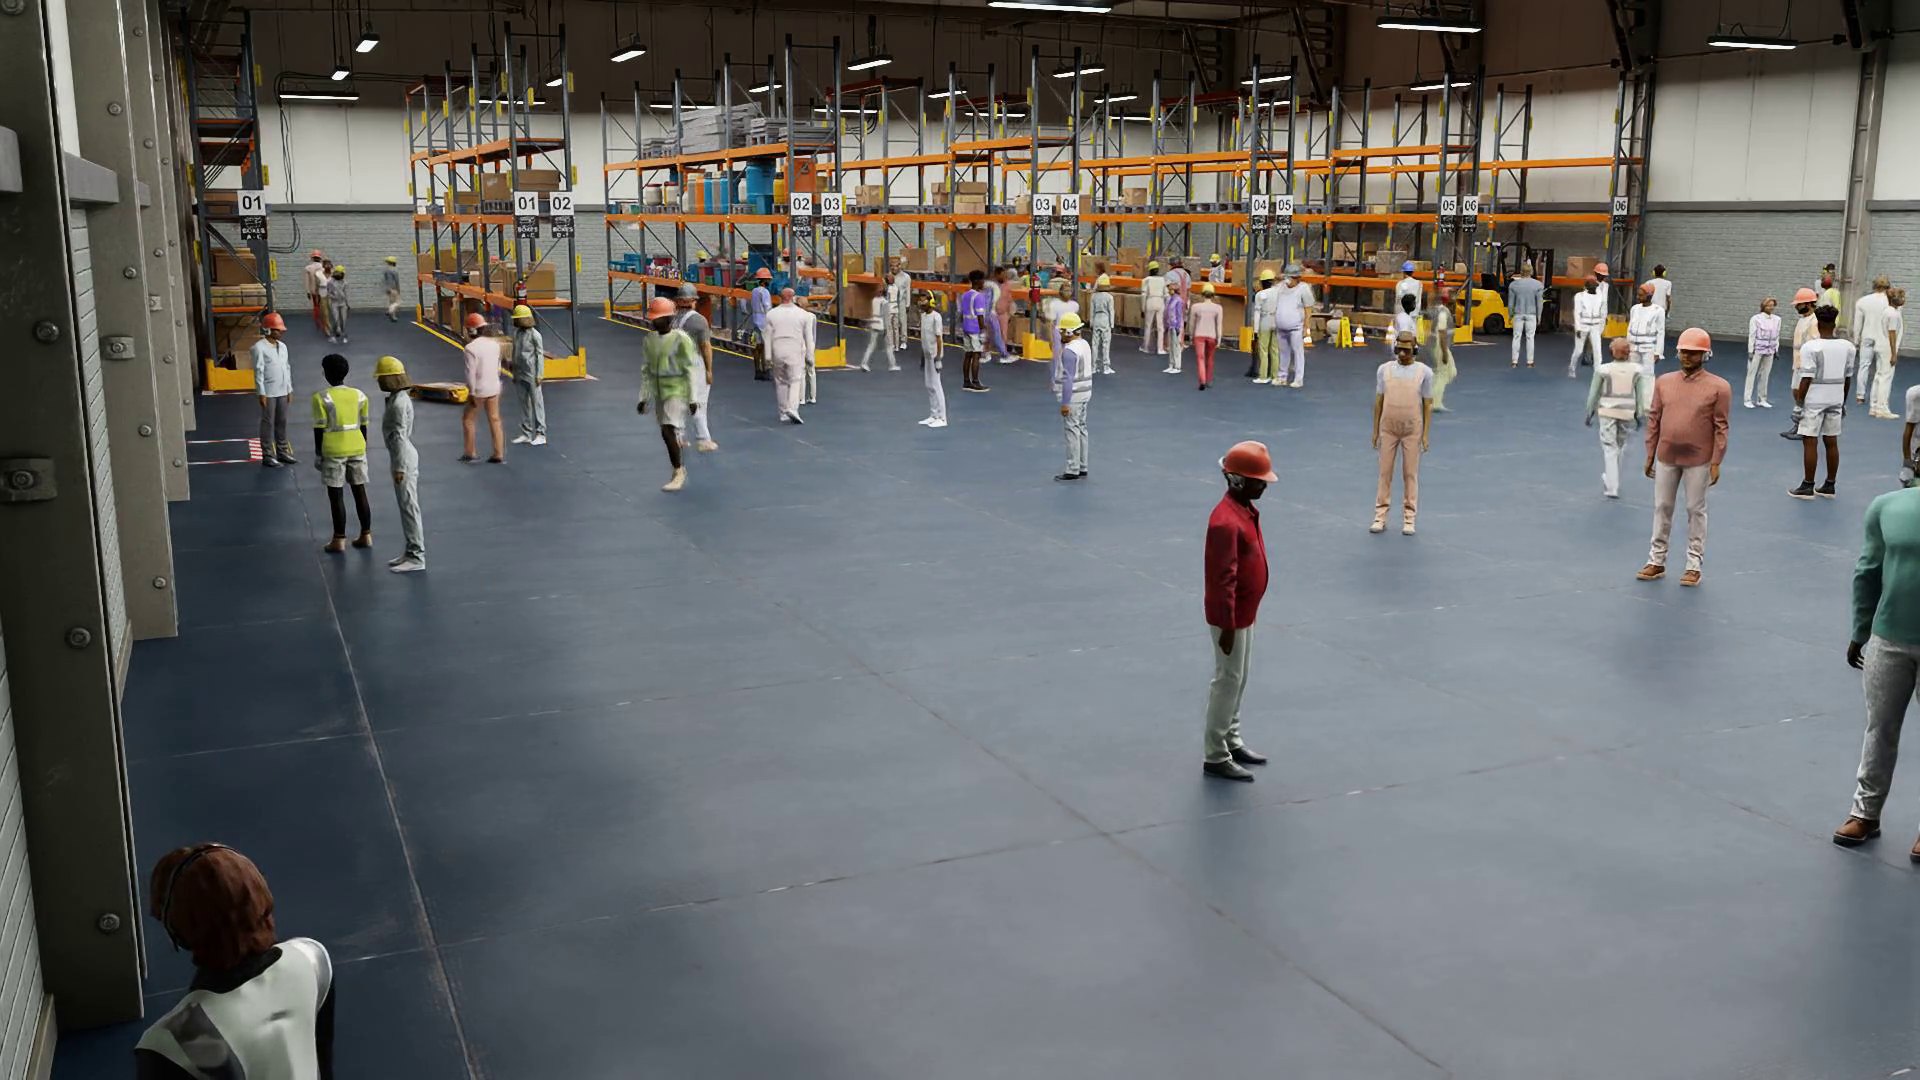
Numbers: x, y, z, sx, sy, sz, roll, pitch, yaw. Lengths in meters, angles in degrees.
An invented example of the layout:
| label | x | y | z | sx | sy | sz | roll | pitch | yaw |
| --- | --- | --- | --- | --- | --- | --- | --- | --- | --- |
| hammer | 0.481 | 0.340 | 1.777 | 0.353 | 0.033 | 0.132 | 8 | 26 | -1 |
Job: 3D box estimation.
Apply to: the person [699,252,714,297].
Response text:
| label | x | y | z | sx | sy | sz | roll | pitch | yaw |
| --- | --- | --- | --- | --- | --- | --- | --- | --- | --- |
| person | -6.675 | -6.552 | 43.262 | 0.611 | 1.873 | 1.010 | -4 | 12 | -19 |

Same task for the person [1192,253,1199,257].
| label | x | y | z | sx | sy | sz | roll | pitch | yaw |
| --- | --- | --- | --- | --- | --- | --- | --- | --- | --- |
| person | 7.448 | -8.270 | 52.618 | 0.273 | 1.630 | 0.503 | 0 | 11 | 0 |

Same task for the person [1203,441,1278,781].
| label | x | y | z | sx | sy | sz | roll | pitch | yaw |
| --- | --- | --- | --- | --- | --- | --- | --- | --- | --- |
| person | 1.429 | 0.356 | 8.495 | 0.351 | 1.739 | 0.573 | 4 | 12 | 19 |

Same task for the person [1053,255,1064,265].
| label | x | y | z | sx | sy | sz | roll | pitch | yaw |
| --- | --- | --- | --- | --- | --- | --- | --- | --- | --- |
| person | 2.945 | -7.687 | 49.622 | 0.513 | 1.639 | 0.311 | -10 | 15 | -43 |

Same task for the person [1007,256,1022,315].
| label | x | y | z | sx | sy | sz | roll | pitch | yaw |
| --- | --- | --- | --- | --- | --- | --- | --- | --- | --- |
| person | 1.271 | -5.902 | 40.014 | 0.401 | 1.847 | 0.552 | -1 | 11 | -7 |

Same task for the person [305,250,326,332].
| label | x | y | z | sx | sy | sz | roll | pitch | yaw |
| --- | --- | --- | --- | --- | --- | --- | --- | --- | --- |
| person | -15.618 | -6.088 | 40.664 | 0.634 | 1.959 | 0.929 | -2 | 11 | -11 |

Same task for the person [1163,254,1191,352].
| label | x | y | z | sx | sy | sz | roll | pitch | yaw |
| --- | --- | --- | --- | --- | --- | --- | --- | --- | --- |
| person | 4.470 | -4.960 | 34.736 | 0.686 | 2.000 | 0.535 | -9 | 14 | -39 |

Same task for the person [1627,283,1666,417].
| label | x | y | z | sx | sy | sz | roll | pitch | yaw |
| --- | --- | --- | --- | --- | --- | --- | --- | --- | --- |
| person | 9.706 | -2.694 | 23.625 | 0.360 | 1.884 | 0.574 | -6 | 13 | -27 |

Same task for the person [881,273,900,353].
| label | x | y | z | sx | sy | sz | roll | pitch | yaw |
| --- | --- | --- | --- | --- | --- | --- | --- | --- | --- |
| person | -1.440 | -4.691 | 34.393 | 0.307 | 1.641 | 0.513 | 10 | 15 | 41 |

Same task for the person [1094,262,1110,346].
| label | x | y | z | sx | sy | sz | roll | pitch | yaw |
| --- | --- | --- | --- | --- | --- | --- | --- | --- | --- |
| person | 3.086 | -5.112 | 36.101 | 0.381 | 1.819 | 0.613 | 1 | 11 | 7 |

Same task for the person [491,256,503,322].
| label | x | y | z | sx | sy | sz | roll | pitch | yaw |
| --- | --- | --- | --- | --- | --- | --- | --- | --- | --- |
| person | -12.315 | -6.646 | 44.058 | 0.565 | 1.744 | 0.354 | 8 | 14 | 35 |

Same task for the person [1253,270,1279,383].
| label | x | y | z | sx | sy | sz | roll | pitch | yaw |
| --- | --- | --- | --- | --- | --- | --- | --- | --- | --- |
| person | 5.215 | -3.615 | 28.230 | 0.582 | 1.919 | 0.397 | -6 | 12 | -27 |

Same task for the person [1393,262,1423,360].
| label | x | y | z | sx | sy | sz | roll | pitch | yaw |
| --- | --- | --- | --- | --- | --- | --- | --- | --- | --- |
| person | 8.482 | -4.290 | 31.570 | 0.604 | 1.949 | 0.384 | -6 | 12 | -26 |

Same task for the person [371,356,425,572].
| label | x | y | z | sx | sy | sz | roll | pitch | yaw |
| --- | --- | --- | --- | --- | --- | --- | --- | --- | --- |
| person | -4.542 | -0.614 | 13.438 | 0.323 | 1.735 | 0.482 | -4 | 12 | -19 |

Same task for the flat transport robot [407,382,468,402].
| label | x | y | z | sx | sy | sz | roll | pitch | yaw |
| --- | --- | --- | --- | --- | --- | --- | --- | --- | --- |
| flat transport robot | -7.870 | -2.297 | 25.711 | 1.431 | 0.197 | 0.652 | 10 | 15 | 40 |

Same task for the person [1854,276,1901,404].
| label | x | y | z | sx | sy | sz | roll | pitch | yaw |
| --- | --- | --- | --- | --- | --- | --- | --- | --- | --- |
| person | 13.764 | -2.991 | 24.993 | 0.627 | 1.941 | 0.371 | 9 | 14 | 39 |

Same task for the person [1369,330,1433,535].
| label | x | y | z | sx | sy | sz | roll | pitch | yaw |
| --- | --- | --- | --- | --- | --- | --- | --- | --- | --- |
| person | 3.960 | -0.962 | 14.934 | 0.504 | 1.840 | 0.345 | 5 | 12 | 23 |

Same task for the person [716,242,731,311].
| label | x | y | z | sx | sy | sz | roll | pitch | yaw |
| --- | --- | --- | --- | --- | --- | --- | --- | --- | --- |
| person | -6.912 | -7.749 | 48.963 | 0.702 | 2.013 | 0.627 | -8 | 13 | -34 |

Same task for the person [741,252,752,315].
| label | x | y | z | sx | sy | sz | roll | pitch | yaw |
| --- | --- | --- | --- | --- | --- | --- | --- | --- | --- |
| person | -6.070 | -7.270 | 47.179 | 0.327 | 1.769 | 0.525 | -2 | 11 | -12 |

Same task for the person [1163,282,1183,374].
| label | x | y | z | sx | sy | sz | roll | pitch | yaw |
| --- | --- | --- | --- | --- | --- | --- | --- | --- | --- |
| person | 3.864 | -3.820 | 29.990 | 0.313 | 1.634 | 0.514 | -3 | 12 | -15 |

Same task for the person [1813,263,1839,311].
| label | x | y | z | sx | sy | sz | roll | pitch | yaw |
| --- | --- | --- | --- | --- | --- | --- | --- | --- | --- |
| person | 17.300 | -4.580 | 33.239 | 0.514 | 1.874 | 0.328 | -1 | 11 | -6 |

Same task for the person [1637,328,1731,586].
| label | x | y | z | sx | sy | sz | roll | pitch | yaw |
| --- | --- | --- | --- | --- | --- | --- | --- | --- | --- |
| person | 5.626 | -0.646 | 12.926 | 0.612 | 1.997 | 0.375 | 11 | 15 | 43 |

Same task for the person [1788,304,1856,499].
| label | x | y | z | sx | sy | sz | roll | pitch | yaw |
| --- | --- | --- | --- | --- | --- | --- | --- | --- | --- |
| person | 8.684 | -1.388 | 16.781 | 0.613 | 1.961 | 0.362 | -3 | 11 | -13 |

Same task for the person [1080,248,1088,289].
| label | x | y | z | sx | sy | sz | roll | pitch | yaw |
| --- | --- | --- | --- | --- | --- | --- | --- | --- | --- |
| person | 3.939 | -8.408 | 52.968 | 0.326 | 1.765 | 0.530 | 9 | 14 | 37 |

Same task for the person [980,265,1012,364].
| label | x | y | z | sx | sy | sz | roll | pitch | yaw |
| --- | --- | --- | --- | --- | --- | --- | --- | --- | --- |
| person | 0.690 | -4.349 | 32.042 | 0.655 | 1.882 | 0.838 | -2 | 11 | -10 |

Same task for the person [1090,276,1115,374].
| label | x | y | z | sx | sy | sz | roll | pitch | yaw |
| --- | --- | --- | --- | --- | --- | --- | --- | --- | --- |
| person | 2.576 | -3.873 | 29.977 | 0.492 | 1.741 | 0.319 | 8 | 14 | 35 |

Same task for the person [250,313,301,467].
| label | x | y | z | sx | sy | sz | roll | pitch | yaw |
| --- | --- | --- | --- | --- | --- | --- | --- | --- | --- |
| person | -7.806 | -1.708 | 18.971 | 0.355 | 1.743 | 0.567 | 3 | 12 | 14 |

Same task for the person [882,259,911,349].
| label | x | y | z | sx | sy | sz | roll | pitch | yaw |
| --- | --- | --- | --- | --- | --- | --- | --- | --- | --- |
| person | -1.362 | -4.996 | 35.302 | 0.635 | 1.900 | 0.397 | 3 | 11 | 13 |

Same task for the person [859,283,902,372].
| label | x | y | z | sx | sy | sz | roll | pitch | yaw |
| --- | --- | --- | --- | --- | --- | --- | --- | --- | --- |
| person | -1.482 | -3.862 | 30.263 | 0.826 | 1.604 | 0.515 | -9 | 14 | -39 |

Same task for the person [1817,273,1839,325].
| label | x | y | z | sx | sy | sz | roll | pitch | yaw |
| --- | --- | --- | --- | --- | --- | --- | --- | --- | --- |
| person | 15.211 | -3.774 | 29.253 | 0.443 | 1.827 | 0.590 | 8 | 13 | 34 |

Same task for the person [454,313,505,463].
| label | x | y | z | sx | sy | sz | roll | pitch | yaw |
| --- | --- | --- | --- | --- | --- | --- | --- | --- | --- |
| person | -5.563 | -1.742 | 19.192 | 0.713 | 1.724 | 0.576 | 6 | 13 | 30 |

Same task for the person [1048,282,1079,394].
| label | x | y | z | sx | sy | sz | roll | pitch | yaw |
| --- | --- | --- | --- | --- | --- | --- | --- | --- | --- |
| person | 1.641 | -3.159 | 26.220 | 0.522 | 1.794 | 0.997 | -3 | 11 | -14 |

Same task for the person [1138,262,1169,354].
| label | x | y | z | sx | sy | sz | roll | pitch | yaw |
| --- | --- | --- | --- | --- | --- | --- | --- | --- | --- |
| person | 3.982 | -4.764 | 34.186 | 0.621 | 1.873 | 0.799 | -3 | 11 | -14 |

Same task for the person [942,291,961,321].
| label | x | y | z | sx | sy | sz | roll | pitch | yaw |
| --- | --- | --- | --- | --- | --- | --- | --- | --- | --- |
| person | -0.201 | -6.721 | 44.193 | 0.526 | 1.854 | 0.634 | -4 | 12 | -19 |

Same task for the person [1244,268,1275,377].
| label | x | y | z | sx | sy | sz | roll | pitch | yaw |
| --- | --- | --- | --- | --- | --- | --- | --- | --- | --- |
| person | 5.289 | -3.816 | 29.226 | 0.512 | 1.920 | 0.578 | 8 | 14 | 35 |
